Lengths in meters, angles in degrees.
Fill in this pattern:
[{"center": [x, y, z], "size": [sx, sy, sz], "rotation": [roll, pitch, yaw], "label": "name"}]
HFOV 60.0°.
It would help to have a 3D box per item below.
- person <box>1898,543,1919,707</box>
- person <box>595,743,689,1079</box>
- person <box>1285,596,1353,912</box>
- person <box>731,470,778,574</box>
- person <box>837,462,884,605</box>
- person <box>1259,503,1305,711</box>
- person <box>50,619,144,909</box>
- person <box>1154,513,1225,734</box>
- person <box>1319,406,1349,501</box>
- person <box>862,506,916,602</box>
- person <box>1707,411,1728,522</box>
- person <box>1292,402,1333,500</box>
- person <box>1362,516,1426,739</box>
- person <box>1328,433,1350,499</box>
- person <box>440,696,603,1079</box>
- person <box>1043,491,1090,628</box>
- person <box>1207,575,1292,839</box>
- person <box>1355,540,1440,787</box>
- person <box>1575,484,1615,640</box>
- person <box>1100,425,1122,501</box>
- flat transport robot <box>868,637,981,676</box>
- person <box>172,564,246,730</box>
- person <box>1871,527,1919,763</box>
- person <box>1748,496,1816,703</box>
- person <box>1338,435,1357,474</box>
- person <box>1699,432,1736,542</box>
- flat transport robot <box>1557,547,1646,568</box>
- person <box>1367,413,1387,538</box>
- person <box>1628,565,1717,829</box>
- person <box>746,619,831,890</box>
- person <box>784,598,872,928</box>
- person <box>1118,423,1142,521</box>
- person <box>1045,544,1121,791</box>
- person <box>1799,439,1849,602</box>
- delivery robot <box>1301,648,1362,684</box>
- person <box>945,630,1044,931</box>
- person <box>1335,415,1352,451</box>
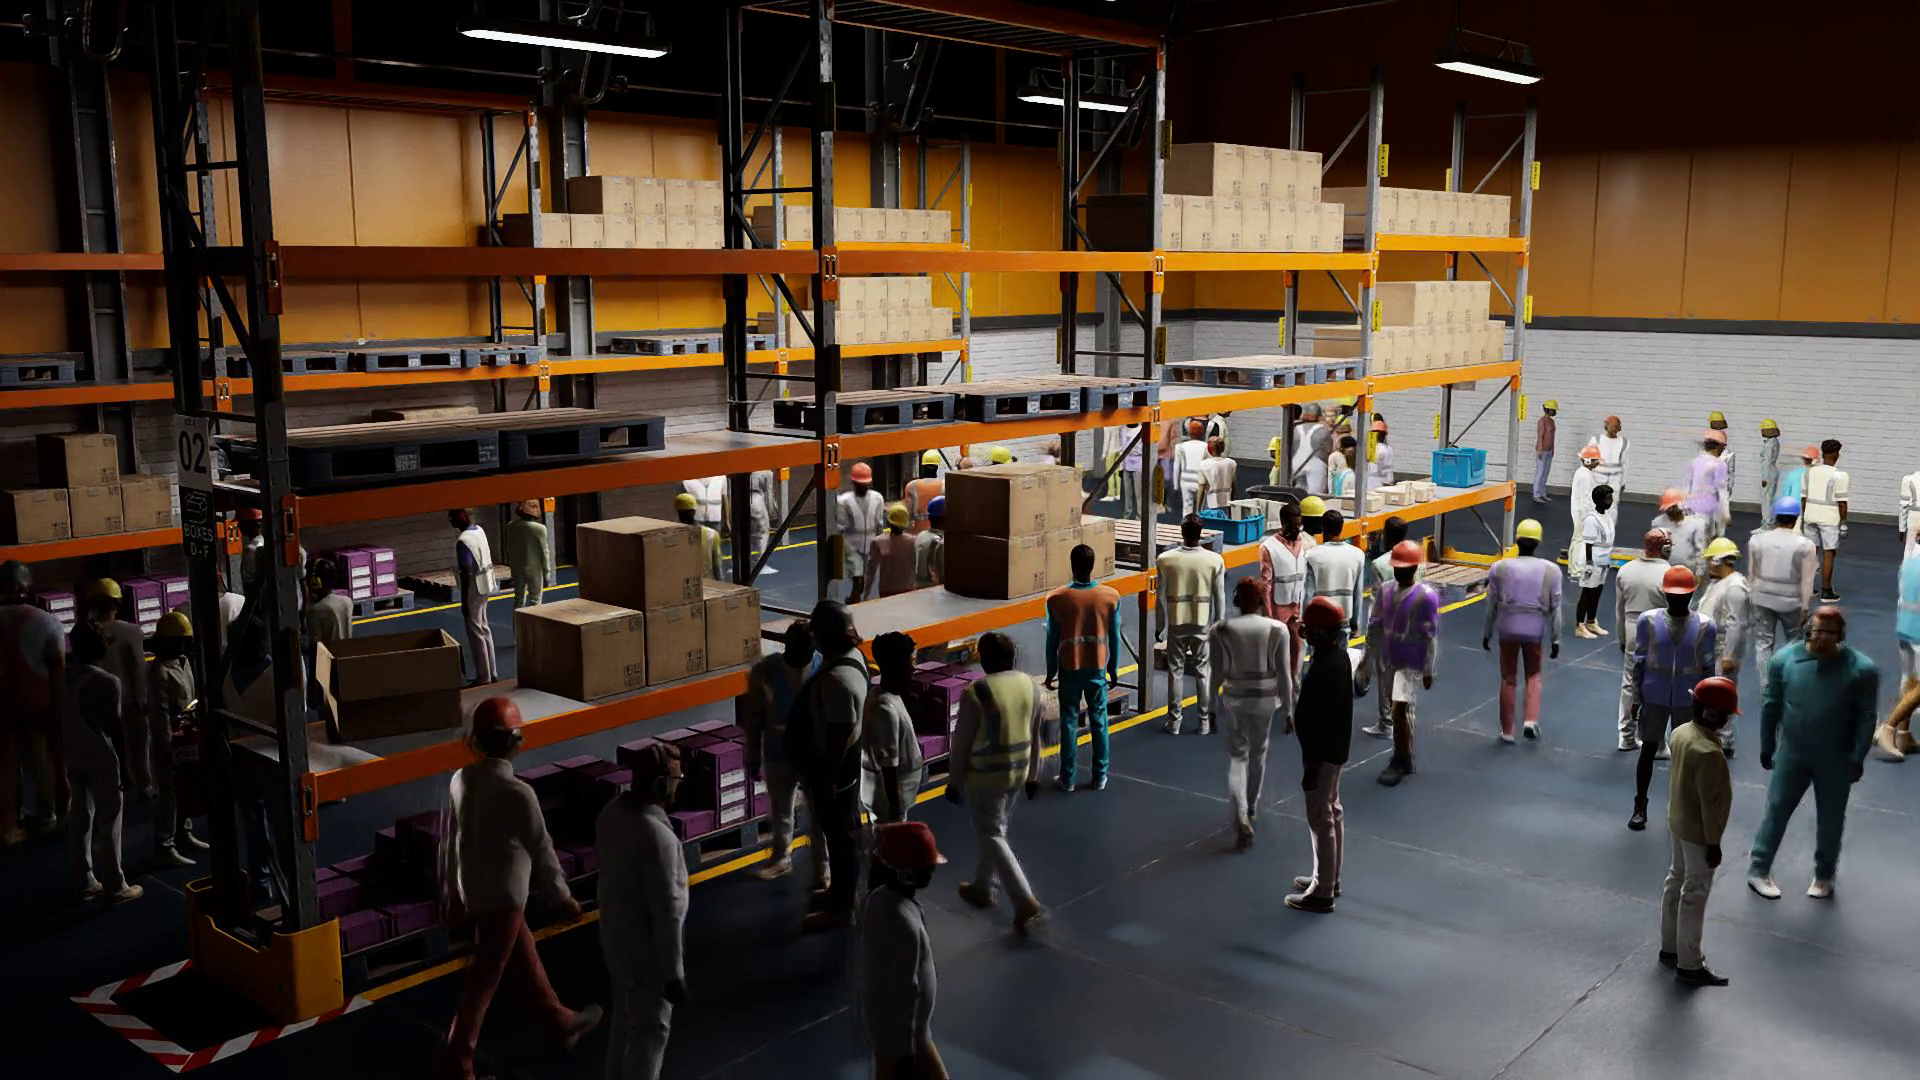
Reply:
[{"center": [8.771, 0.638, 15.100], "size": [0.385, 1.835, 0.562], "rotation": [3, 10, 16], "label": "person"}, {"center": [-1.435, 1.862, 7.649], "size": [0.399, 1.888, 0.662], "rotation": [-6, 11, -31], "label": "person"}, {"center": [2.267, 1.333, 10.460], "size": [0.385, 1.993, 0.623], "rotation": [4, 10, 23], "label": "person"}, {"center": [-2.726, -0.401, 21.695], "size": [0.629, 1.701, 0.334], "rotation": [1, 10, 4], "label": "person"}, {"center": [-1.146, 0.061, 18.347], "size": [0.547, 1.909, 0.824], "rotation": [-5, 11, -26], "label": "person"}, {"center": [2.946, 0.603, 15.098], "size": [0.598, 1.906, 0.414], "rotation": [-7, 12, -35], "label": "person"}, {"center": [-5.447, 1.410, 10.478], "size": [0.504, 1.840, 0.342], "rotation": [3, 10, 18], "label": "person"}, {"center": [1.973, 0.728, 14.307], "size": [0.597, 1.916, 0.370], "rotation": [1, 10, 6], "label": "person"}, {"center": [5.654, -1.132, 25.530], "size": [0.653, 1.883, 0.499], "rotation": [1, 10, 5], "label": "person"}, {"center": [-0.654, 0.519, 16.135], "size": [0.584, 1.710, 0.804], "rotation": [2, 10, 12], "label": "person"}, {"center": [11.839, -1.153, 26.083], "size": [0.321, 1.736, 0.485], "rotation": [3, 10, 19], "label": "person"}, {"center": [5.188, -1.084, 24.758], "size": [0.681, 2.000, 0.932], "rotation": [8, 13, 40], "label": "person"}, {"center": [3.720, 0.751, 14.207], "size": [0.608, 1.909, 0.403], "rotation": [-6, 11, -31], "label": "person"}, {"center": [5.478, -0.718, 23.805], "size": [0.504, 1.629, 0.278], "rotation": [-4, 10, -22], "label": "person"}, {"center": [-2.223, 1.739, 8.211], "size": [1.006, 1.928, 0.632], "rotation": [-9, 13, -43], "label": "person"}, {"center": [1.324, 0.053, 18.453], "size": [0.735, 1.890, 0.633], "rotation": [-6, 11, -31], "label": "person"}, {"center": [2.056, 1.184, 11.817], "size": [0.599, 1.850, 0.884], "rotation": [1, 10, 5], "label": "person"}, {"center": [3.372, 0.955, 12.961], "size": [0.646, 1.918, 0.569], "rotation": [-5, 11, -29], "label": "person"}, {"center": [6.868, 0.231, 17.958], "size": [0.322, 1.689, 0.531], "rotation": [9, 13, 42], "label": "person"}, {"center": [2.574, -1.472, 28.289], "size": [0.284, 1.633, 0.498], "rotation": [7, 12, 37], "label": "person"}, {"center": [-0.399, 1.141, 16.746], "size": [0.652, 0.197, 1.431], "rotation": [8, 12, 39], "label": "flat transport robot"}, {"center": [-5.651, 1.045, 12.618], "size": [0.389, 1.849, 0.567], "rotation": [8, 12, 38], "label": "person"}, {"center": [7.823, 0.800, 13.669], "size": [0.735, 1.992, 0.685], "rotation": [0, 10, -1], "label": "person"}, {"center": [7.542, 0.557, 15.296], "size": [0.600, 1.922, 0.450], "rotation": [8, 12, 39], "label": "person"}, {"center": [5.359, -0.592, 22.876], "size": [0.322, 1.689, 0.537], "rotation": [4, 10, 25], "label": "person"}, {"center": [10.877, -0.750, 23.968], "size": [0.530, 1.638, 0.311], "rotation": [9, 13, 42], "label": "person"}, {"center": [8.763, 0.240, 22.125], "size": [1.431, 0.197, 0.652], "rotation": [6, 11, 31], "label": "flat transport robot"}, {"center": [6.106, -0.945, 24.459], "size": [0.333, 1.864, 0.515], "rotation": [3, 10, 17], "label": "person"}, {"center": [5.067, 1.129, 11.852], "size": [0.542, 1.938, 0.358], "rotation": [4, 10, 20], "label": "person"}, {"center": [-1.047, 1.387, 10.727], "size": [0.655, 1.805, 0.655], "rotation": [-1, 10, -6], "label": "person"}, {"center": [-0.808, 1.350, 10.228], "size": [0.538, 2.000, 0.684], "rotation": [0, 10, 2], "label": "person"}, {"center": [2.621, -1.098, 25.204], "size": [0.382, 1.920, 0.585], "rotation": [-7, 12, -38], "label": "person"}, {"center": [0.940, 0.982, 12.777], "size": [0.592, 1.922, 0.392], "rotation": [-1, 10, -8], "label": "person"}, {"center": [10.382, -0.243, 20.000], "size": [0.374, 1.957, 0.609], "rotation": [-4, 10, -24], "label": "person"}, {"center": [3.463, 1.165, 15.480], "size": [0.477, 0.478, 0.707], "rotation": [7, 12, 36], "label": "delivery robot"}, {"center": [0.263, 1.461, 10.228], "size": [0.626, 1.813, 0.857], "rotation": [-8, 13, -41], "label": "person"}, {"center": [5.843, -1.054, 25.504], "size": [0.328, 1.737, 0.489], "rotation": [7, 12, 35], "label": "person"}]
